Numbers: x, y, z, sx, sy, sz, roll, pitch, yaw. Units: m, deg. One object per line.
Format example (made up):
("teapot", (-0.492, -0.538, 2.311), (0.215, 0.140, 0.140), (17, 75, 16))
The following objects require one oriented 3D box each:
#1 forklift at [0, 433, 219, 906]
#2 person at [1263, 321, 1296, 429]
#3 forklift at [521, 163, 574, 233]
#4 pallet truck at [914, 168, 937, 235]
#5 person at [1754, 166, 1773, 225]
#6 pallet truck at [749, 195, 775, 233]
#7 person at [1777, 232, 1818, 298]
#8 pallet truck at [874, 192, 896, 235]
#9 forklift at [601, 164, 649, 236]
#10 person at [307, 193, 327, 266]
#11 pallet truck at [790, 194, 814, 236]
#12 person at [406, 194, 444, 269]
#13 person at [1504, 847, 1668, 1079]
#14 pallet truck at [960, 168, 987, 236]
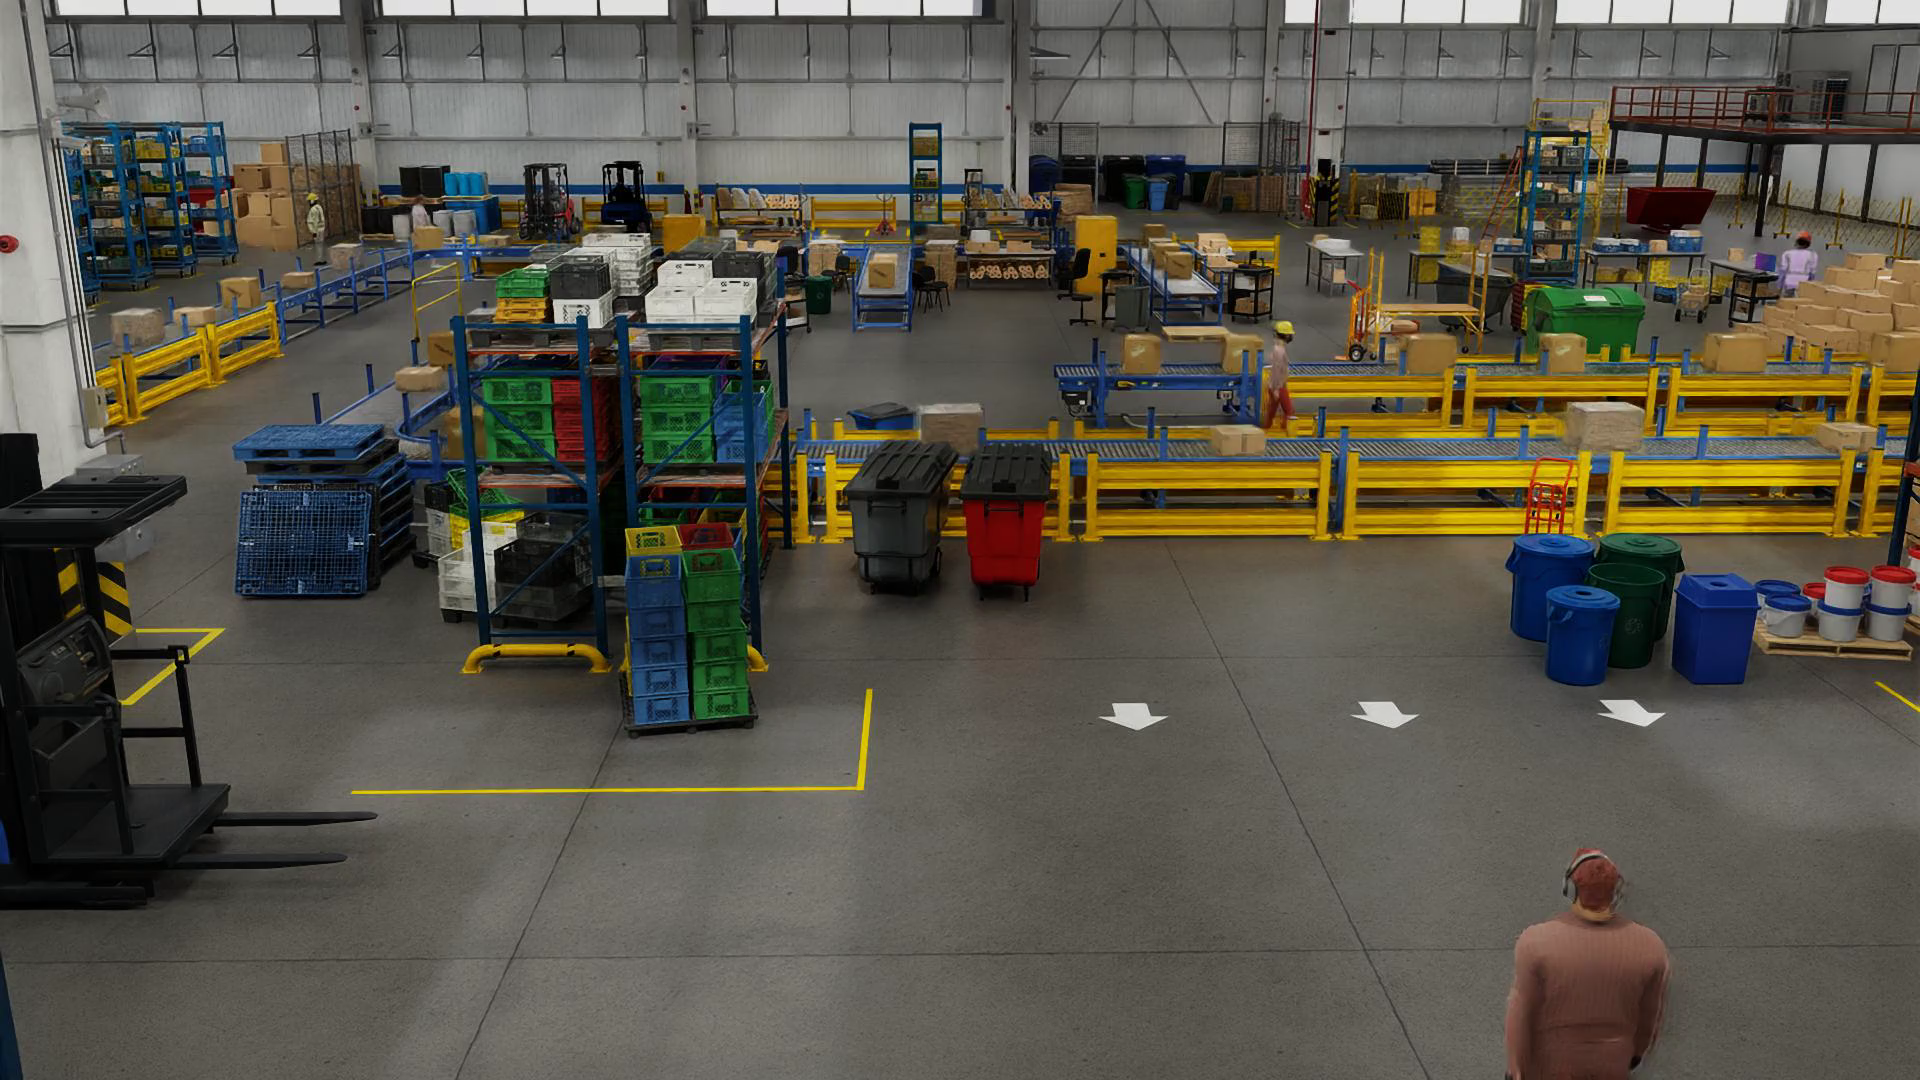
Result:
("forklift", (-5.952, 0.780, 10.366), (1.873, 2.768, 1.129), (0, 16, -1))
("person", (4.342, -2.045, 22.184), (0.618, 1.743, 0.554), (2, 16, 6))
("forklift", (-12.233, -10.122, 49.298), (1.157, 1.987, 2.680), (0, 16, -1))
("pallet truck", (-0.989, -10.316, 50.507), (0.823, 1.965, 1.885), (1, 16, 3))
("person", (25.750, -11.029, 53.210), (0.577, 1.879, 0.350), (-7, 18, -24))
("pallet truck", (-6.051, -9.967, 50.660), (0.680, 1.201, 1.601), (0, 16, -1))
("person", (15.759, -4.791, 31.333), (0.602, 1.968, 1.098), (11, 20, 34))
("pallet truck", (-2.277, -9.986, 50.594), (0.653, 1.274, 1.630), (0, 16, -1))
("forklift", (-9.948, -10.127, 49.296), (1.157, 1.987, 2.680), (-1, 16, -3))
("person", (-16.459, -7.937, 42.532), (0.404, 1.829, 0.600), (-2, 16, -7))
("pallet truck", (-4.814, -9.883, 50.259), (0.704, 1.261, 1.522), (-1, 16, -3))
("person", (-13.605, -7.754, 41.840), (0.943, 1.870, 0.646), (-12, 20, -37))
("person", (2.677, 2.196, 7.262), (0.673, 1.851, 0.981), (1, 16, 3))
("pallet truck", (0.383, -10.230, 50.206), (0.823, 1.965, 1.885), (-1, 16, -3))
